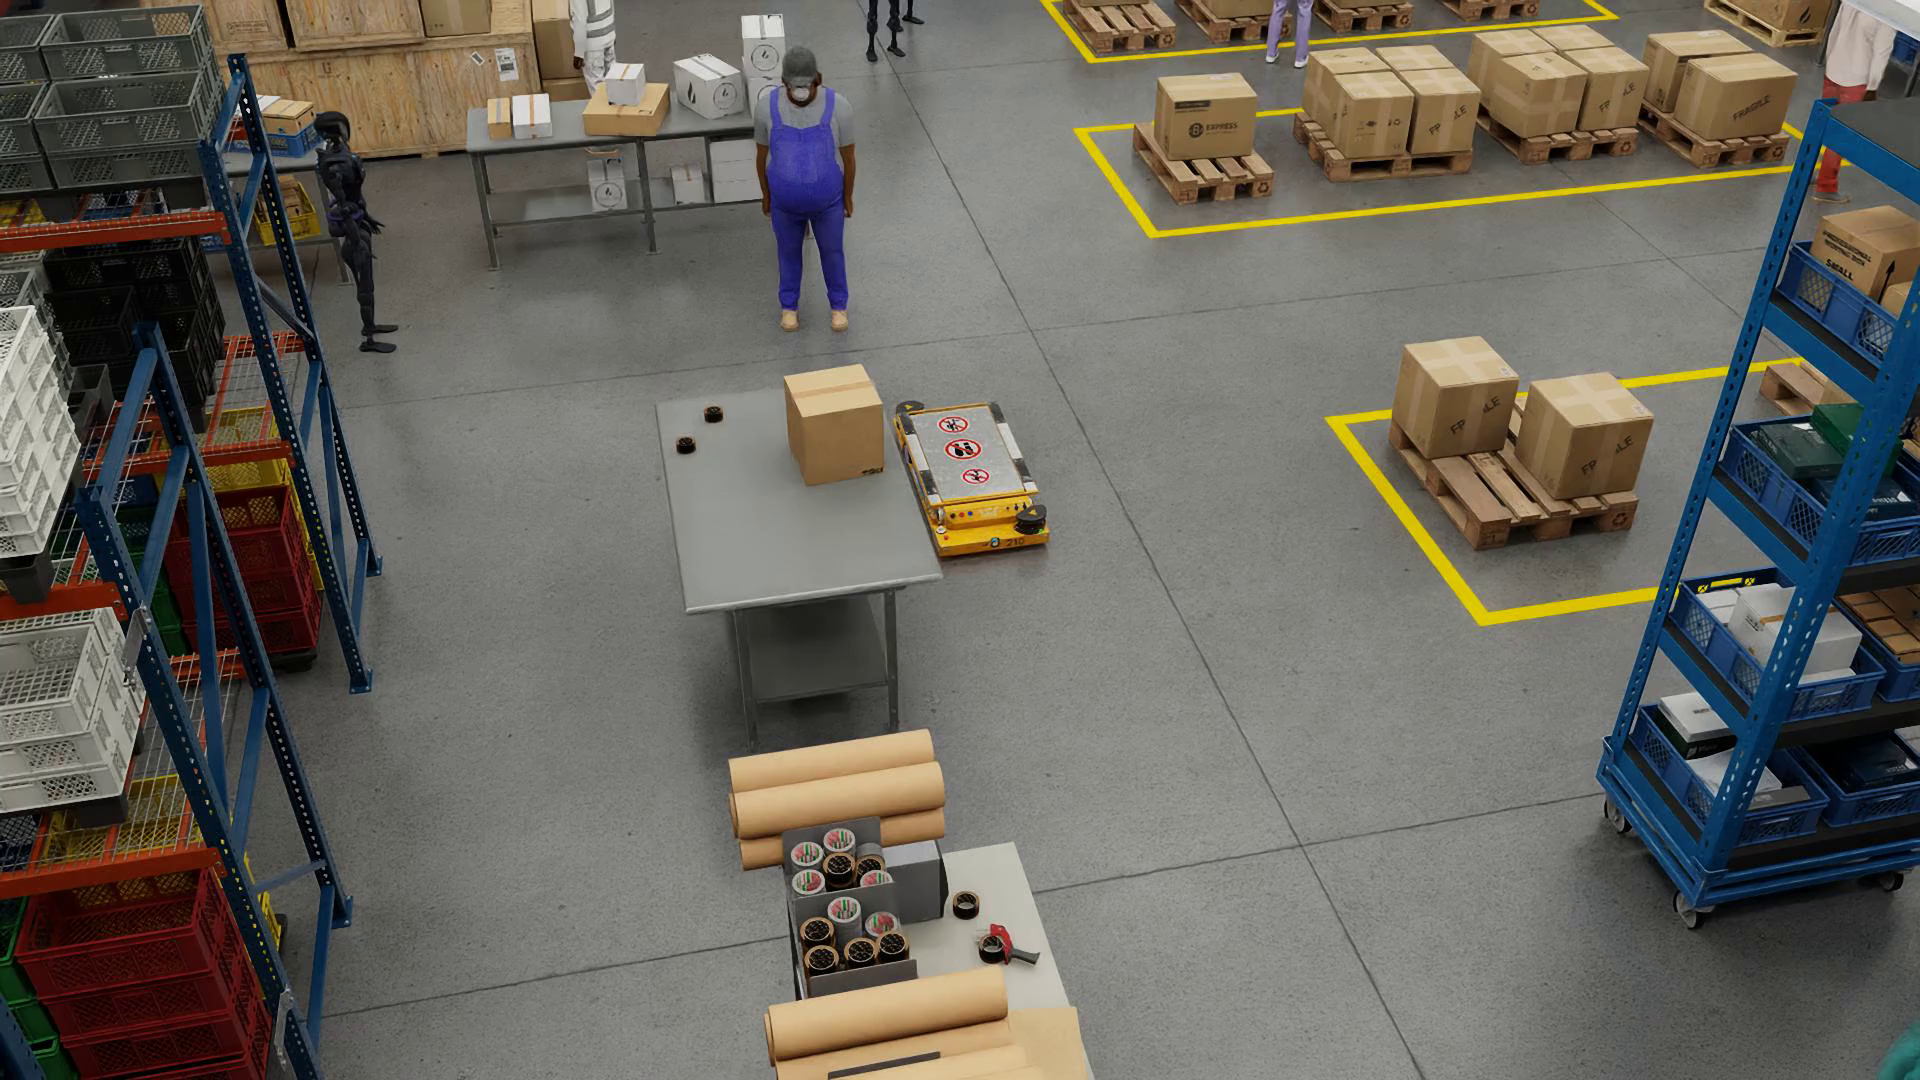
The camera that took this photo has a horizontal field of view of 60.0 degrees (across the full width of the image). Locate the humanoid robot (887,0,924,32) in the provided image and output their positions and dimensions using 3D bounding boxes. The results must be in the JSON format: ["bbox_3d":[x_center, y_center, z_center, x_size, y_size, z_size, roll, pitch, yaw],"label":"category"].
[{"bbox_3d":[-0.519,-5.837,16.206,0.601,1.658,0.324,-30,46,-34],"label":"humanoid robot"}]

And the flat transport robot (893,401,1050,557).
[{"bbox_3d":[0.046,-0.430,10.108,0.652,0.197,1.431,-8,37,-10],"label":"flat transport robot"}]

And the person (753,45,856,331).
[{"bbox_3d":[-1.036,-2.353,11.233,0.680,2.000,0.536,0,37,1],"label":"person"}]

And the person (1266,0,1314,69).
[{"bbox_3d":[3.138,-5.349,15.366,0.581,1.918,0.403,17,40,22],"label":"person"}]

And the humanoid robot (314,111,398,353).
[{"bbox_3d":[-4.043,-2.073,11.148,0.308,1.657,0.612,-7,37,-9],"label":"humanoid robot"}]

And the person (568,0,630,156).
[{"bbox_3d":[-3.016,-4.115,13.731,0.338,1.882,0.580,13,39,17],"label":"person"}]

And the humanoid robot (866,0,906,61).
[{"bbox_3d":[-0.700,-5.329,15.524,0.616,1.657,0.311,-16,40,-20],"label":"humanoid robot"}]

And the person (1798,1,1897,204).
[{"bbox_3d":[6.980,-3.630,12.990,0.388,1.991,0.610,-7,37,-9],"label":"person"}]

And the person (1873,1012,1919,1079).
[{"bbox_3d":[3.722,1.671,6.053,0.324,1.766,0.532,15,39,19],"label":"person"}]
